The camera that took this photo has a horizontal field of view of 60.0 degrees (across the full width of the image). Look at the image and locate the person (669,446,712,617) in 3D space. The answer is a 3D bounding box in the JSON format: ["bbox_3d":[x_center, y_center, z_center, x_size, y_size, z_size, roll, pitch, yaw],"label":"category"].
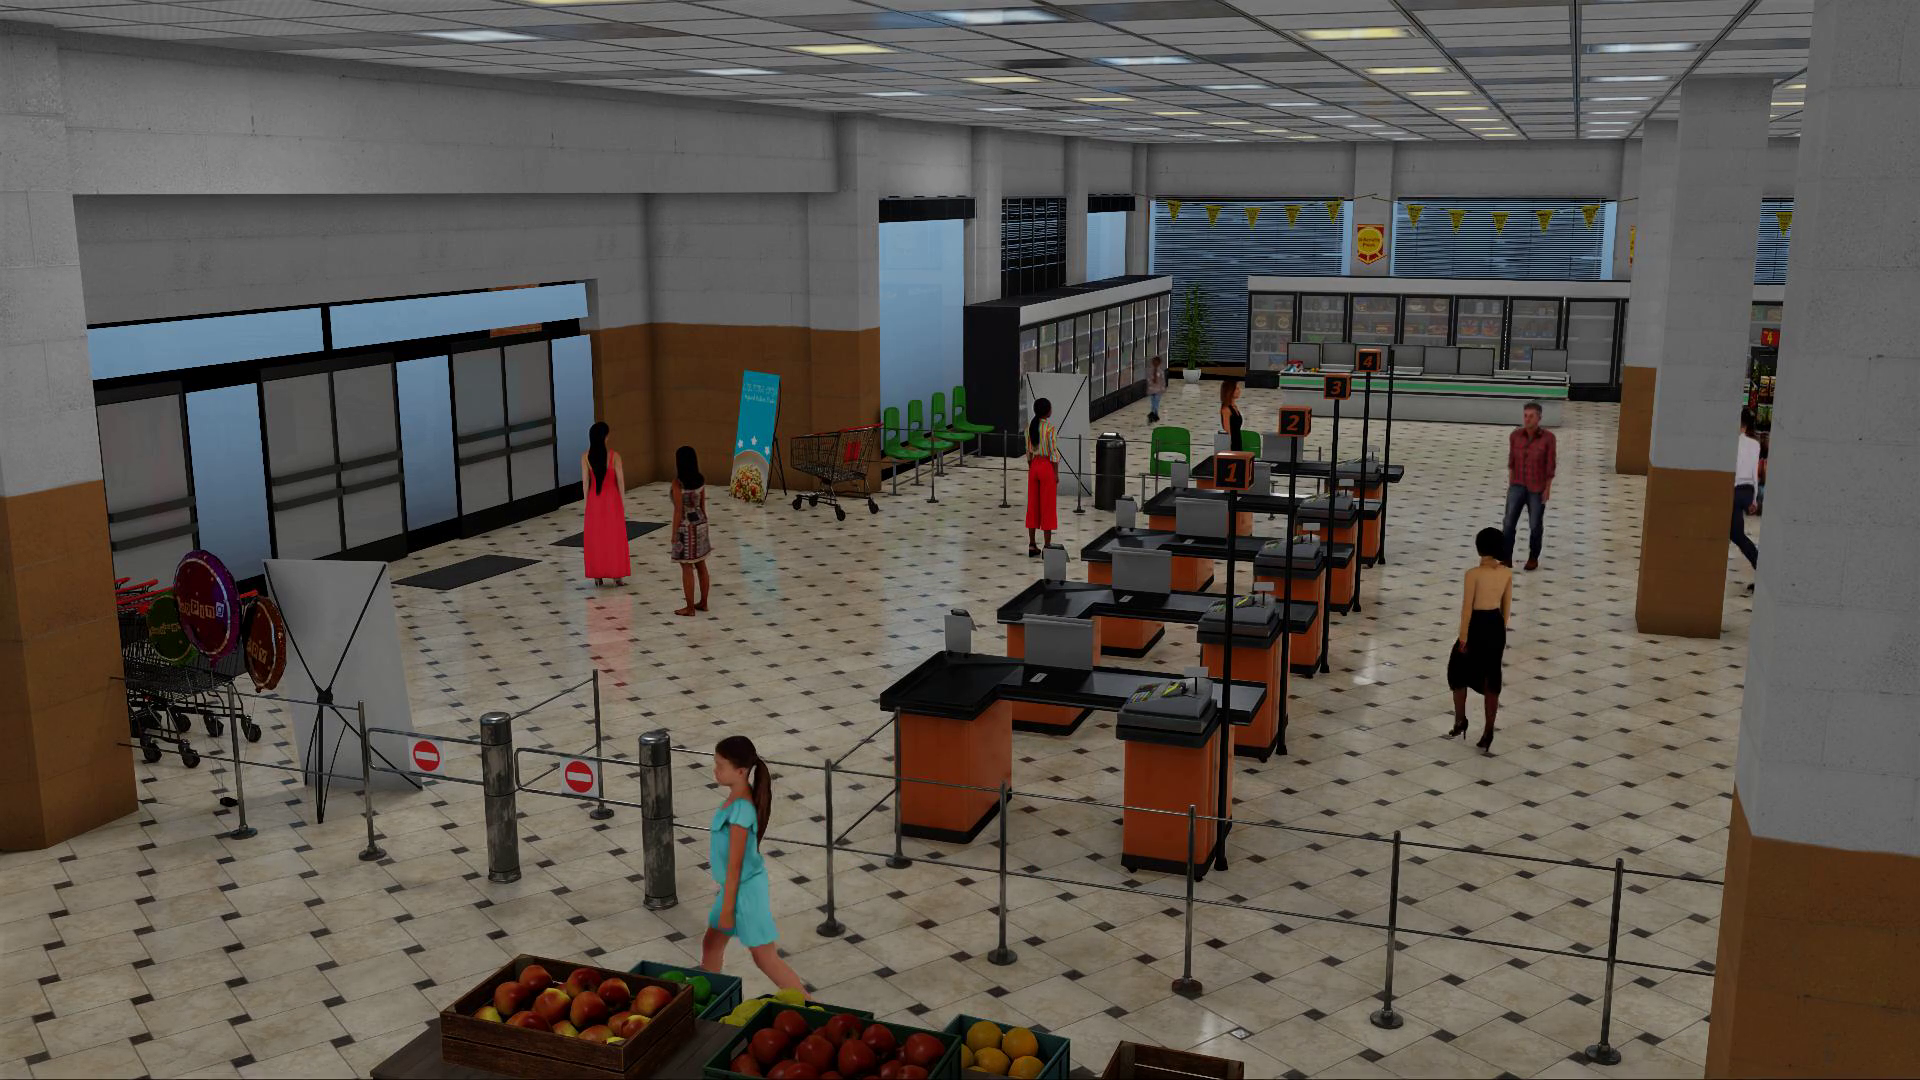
[{"bbox_3d":[-2.597,-0.095,16.006,0.617,1.645,0.700,8,14,33],"label":"person"}]

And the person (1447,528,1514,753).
[{"bbox_3d":[3.825,0.743,12.037,0.750,1.640,0.810,-3,12,-14],"label":"person"}]

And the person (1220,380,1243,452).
[{"bbox_3d":[3.202,-0.995,19.815,0.519,1.835,0.575,5,13,22],"label":"person"}]

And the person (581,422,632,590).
[{"bbox_3d":[-3.652,-0.361,17.067,0.632,1.727,0.754,0,12,-2],"label":"person"}]

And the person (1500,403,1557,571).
[{"bbox_3d":[6.150,-0.565,17.846,0.915,1.806,0.889,8,14,33],"label":"person"}]

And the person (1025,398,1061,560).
[{"bbox_3d":[0.912,-0.690,18.468,0.569,1.793,0.714,9,15,37],"label":"person"}]

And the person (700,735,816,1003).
[{"bbox_3d":[-0.951,1.682,7.872,1.131,1.519,0.784,0,12,2],"label":"person"}]

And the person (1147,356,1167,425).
[{"bbox_3d":[3.404,-2.611,29.085,0.796,1.178,0.665,8,14,32],"label":"person"}]
